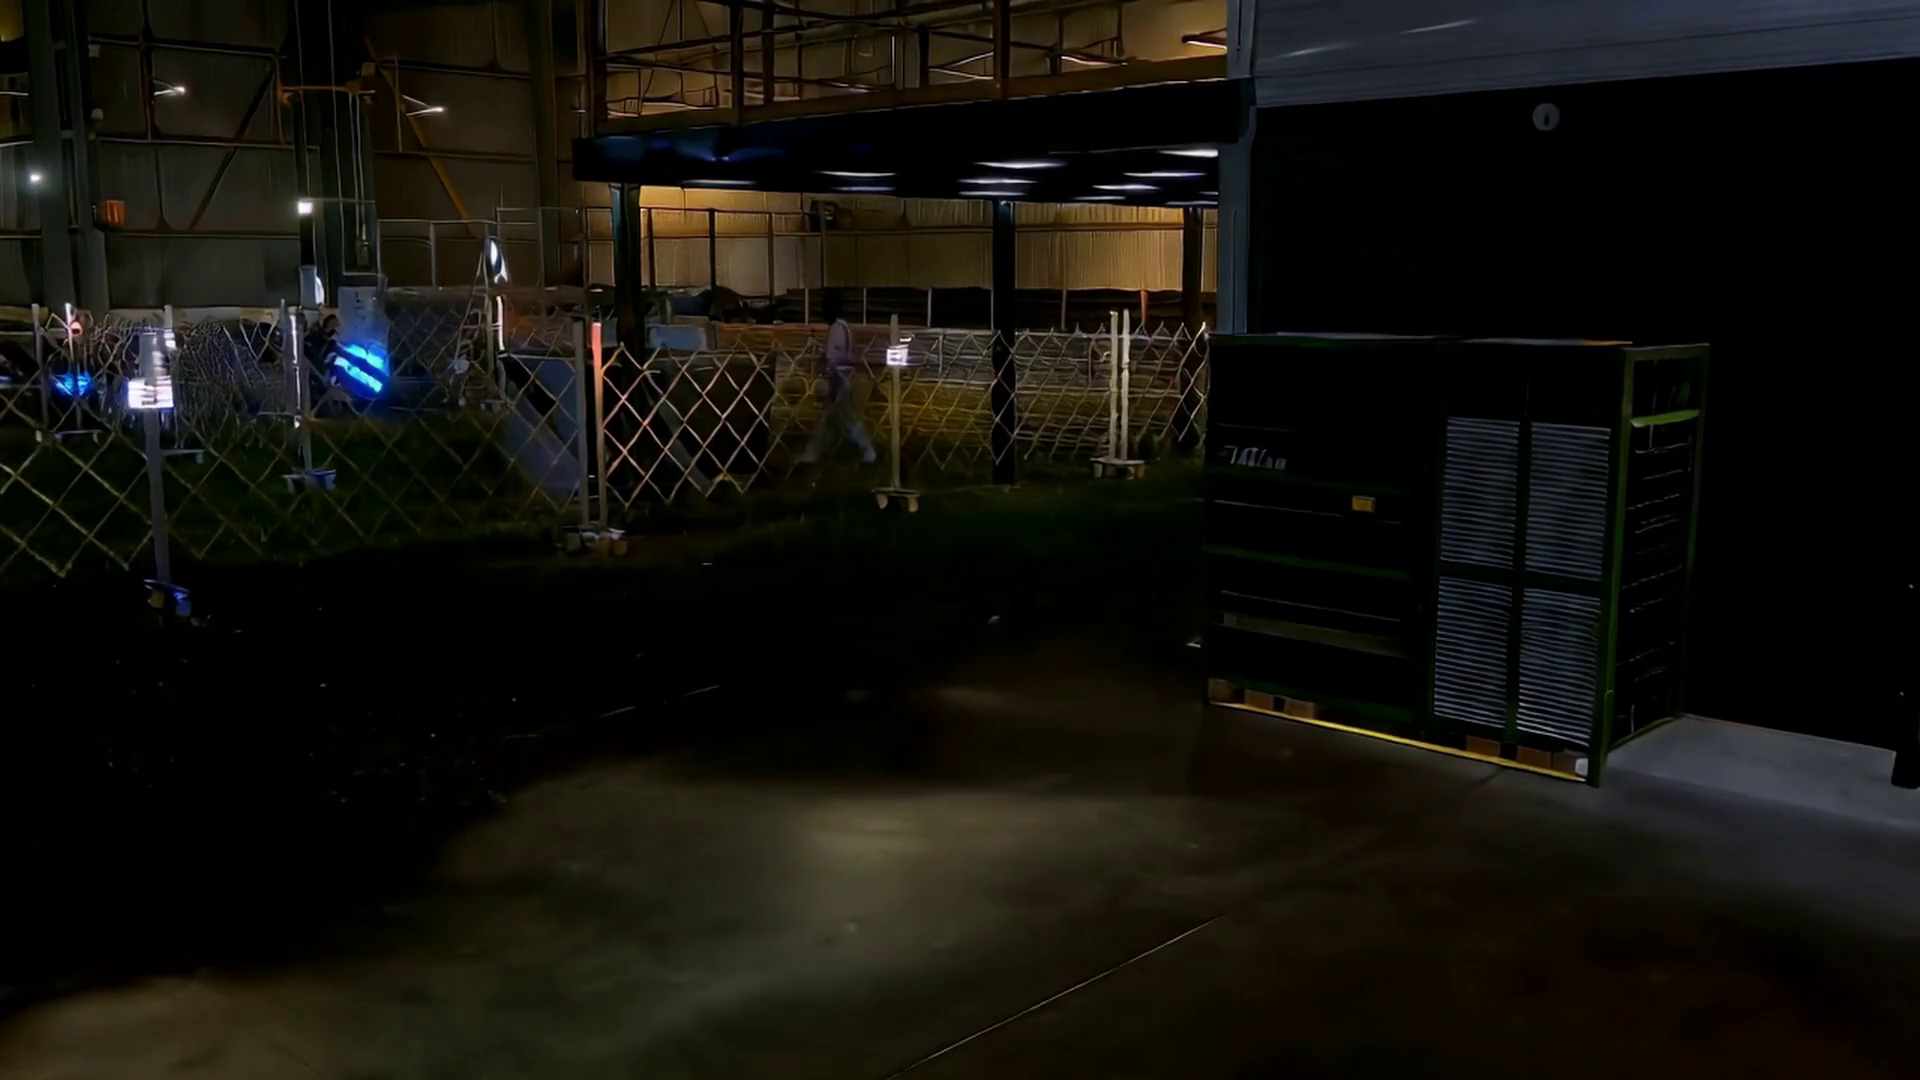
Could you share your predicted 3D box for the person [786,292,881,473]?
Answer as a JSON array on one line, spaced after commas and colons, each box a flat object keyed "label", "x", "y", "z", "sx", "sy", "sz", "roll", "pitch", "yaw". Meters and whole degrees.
[{"label": "person", "x": -1.262, "y": -1.581, "z": 16.851, "sx": 0.980, "sy": 1.837, "sz": 0.596, "roll": 0, "pitch": 9, "yaw": -1}]
